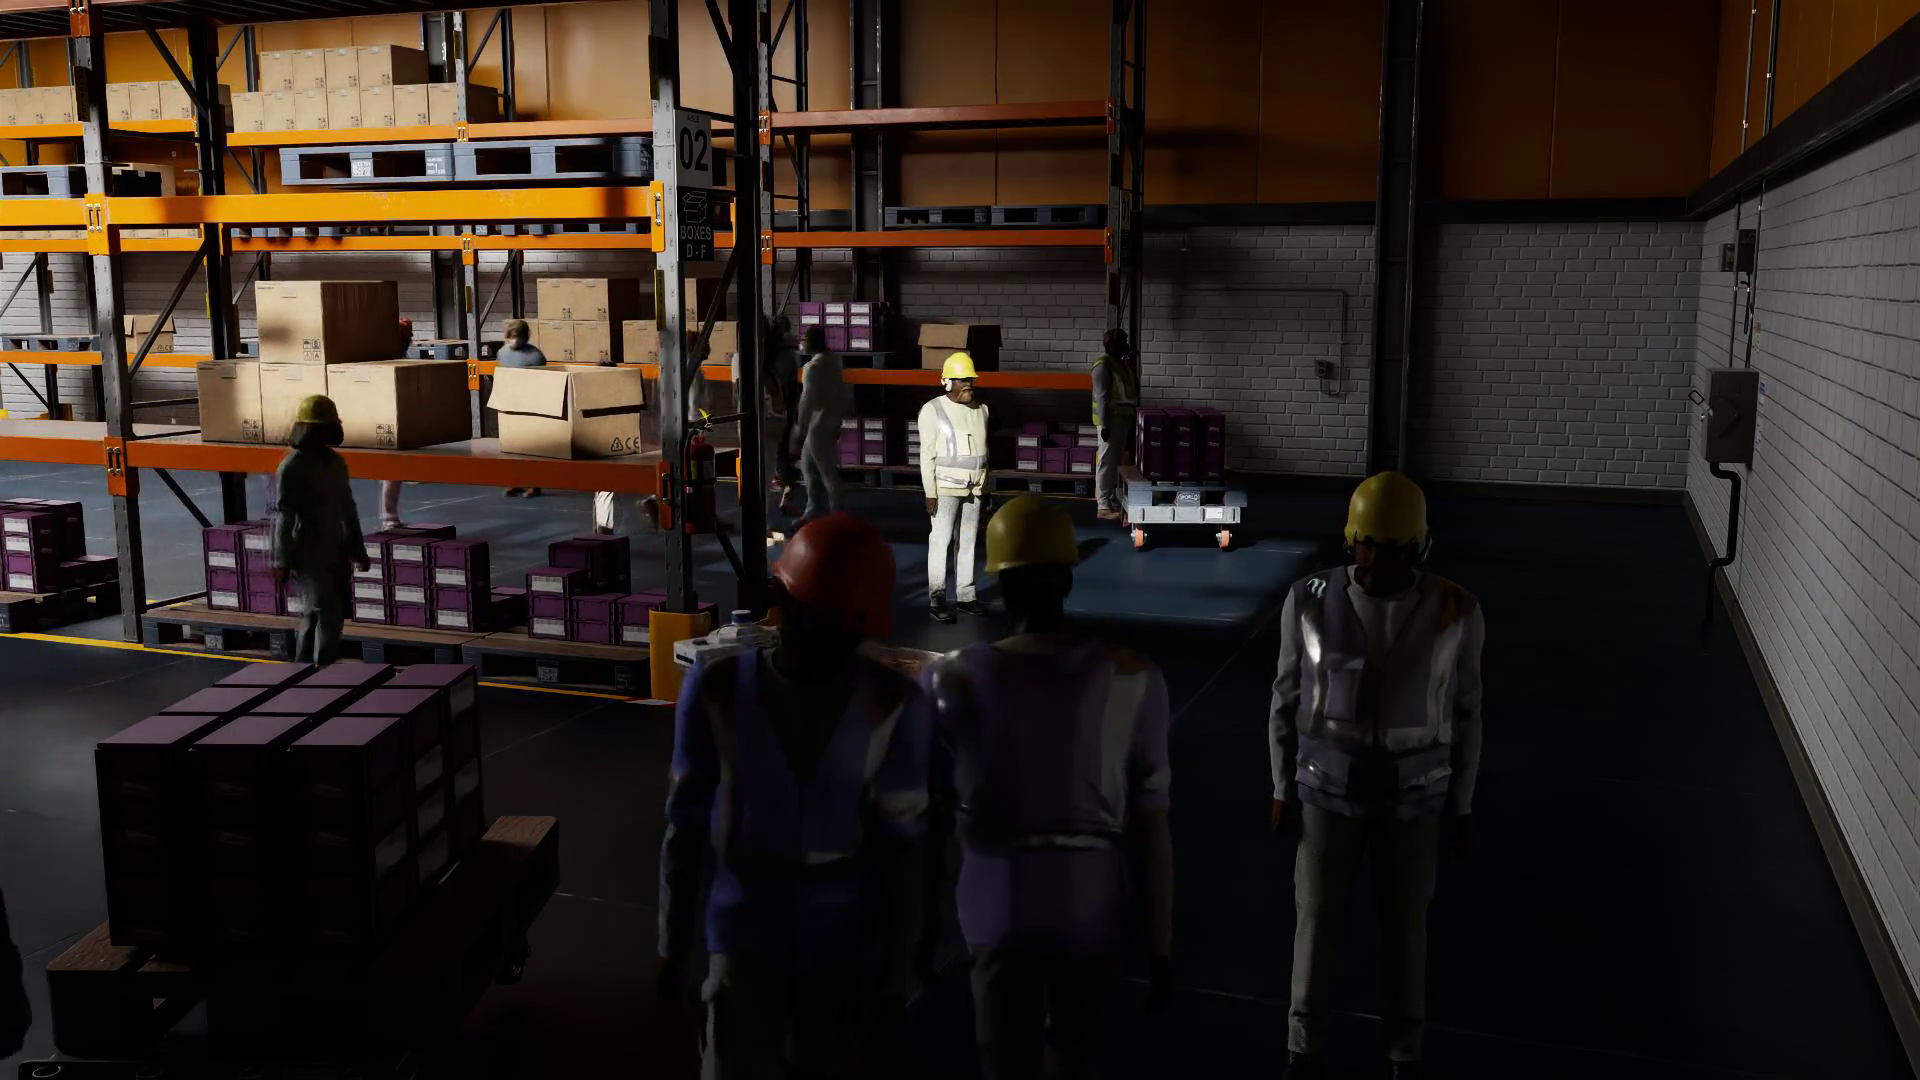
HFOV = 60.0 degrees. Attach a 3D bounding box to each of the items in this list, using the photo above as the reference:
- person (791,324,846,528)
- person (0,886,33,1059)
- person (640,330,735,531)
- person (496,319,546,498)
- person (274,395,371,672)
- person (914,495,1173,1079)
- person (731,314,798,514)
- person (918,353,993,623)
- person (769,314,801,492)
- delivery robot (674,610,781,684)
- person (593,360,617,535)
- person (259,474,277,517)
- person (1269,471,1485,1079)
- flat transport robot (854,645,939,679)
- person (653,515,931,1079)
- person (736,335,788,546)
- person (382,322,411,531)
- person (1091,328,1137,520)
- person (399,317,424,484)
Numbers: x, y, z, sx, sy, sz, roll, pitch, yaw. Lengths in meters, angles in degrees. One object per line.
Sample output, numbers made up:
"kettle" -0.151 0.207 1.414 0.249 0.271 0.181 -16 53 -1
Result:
"person" -1.350 -1.016 15.233 0.747 1.908 0.655 2 9 13
"person" -2.161 0.923 3.276 0.567 1.841 0.615 -9 13 -43
"person" -2.494 -0.979 15.159 0.771 1.865 0.574 -4 10 -24
"person" -4.581 -1.369 17.493 0.649 1.897 0.535 4 10 21
"person" -3.408 0.083 8.955 0.645 1.721 0.492 2 9 12
"person" 0.172 0.837 3.811 0.604 1.861 0.983 0 9 -1
"person" -1.917 -1.276 16.470 0.686 2.000 0.880 -4 10 -21
"person" -0.007 -0.361 11.376 0.588 1.834 0.403 -8 12 -40
"person" -1.971 -1.497 18.178 0.372 1.940 0.632 3 10 19
"delivery robot" -1.171 0.619 8.931 0.707 0.478 0.477 -7 12 -38
"person" -2.997 -0.700 14.097 0.306 1.642 0.523 -3 10 -18
"person" -5.142 -0.590 12.635 0.395 1.896 0.661 -5 10 -29
"person" 1.166 0.707 4.704 0.588 1.822 0.403 2 9 13
"flat transport robot" -0.268 0.778 9.115 1.431 0.197 0.652 7 11 36
"person" -0.360 0.871 3.529 0.606 1.864 0.982 -1 9 -8
"person" -1.724 -0.875 14.586 0.430 1.840 0.625 2 9 14
"person" -5.110 -1.002 15.088 0.423 1.949 0.792 -5 10 -27
"person" 1.504 -1.127 16.153 0.429 1.846 0.629 4 10 23
"person" -6.304 -1.572 18.818 0.357 1.885 0.573 -4 10 -24
